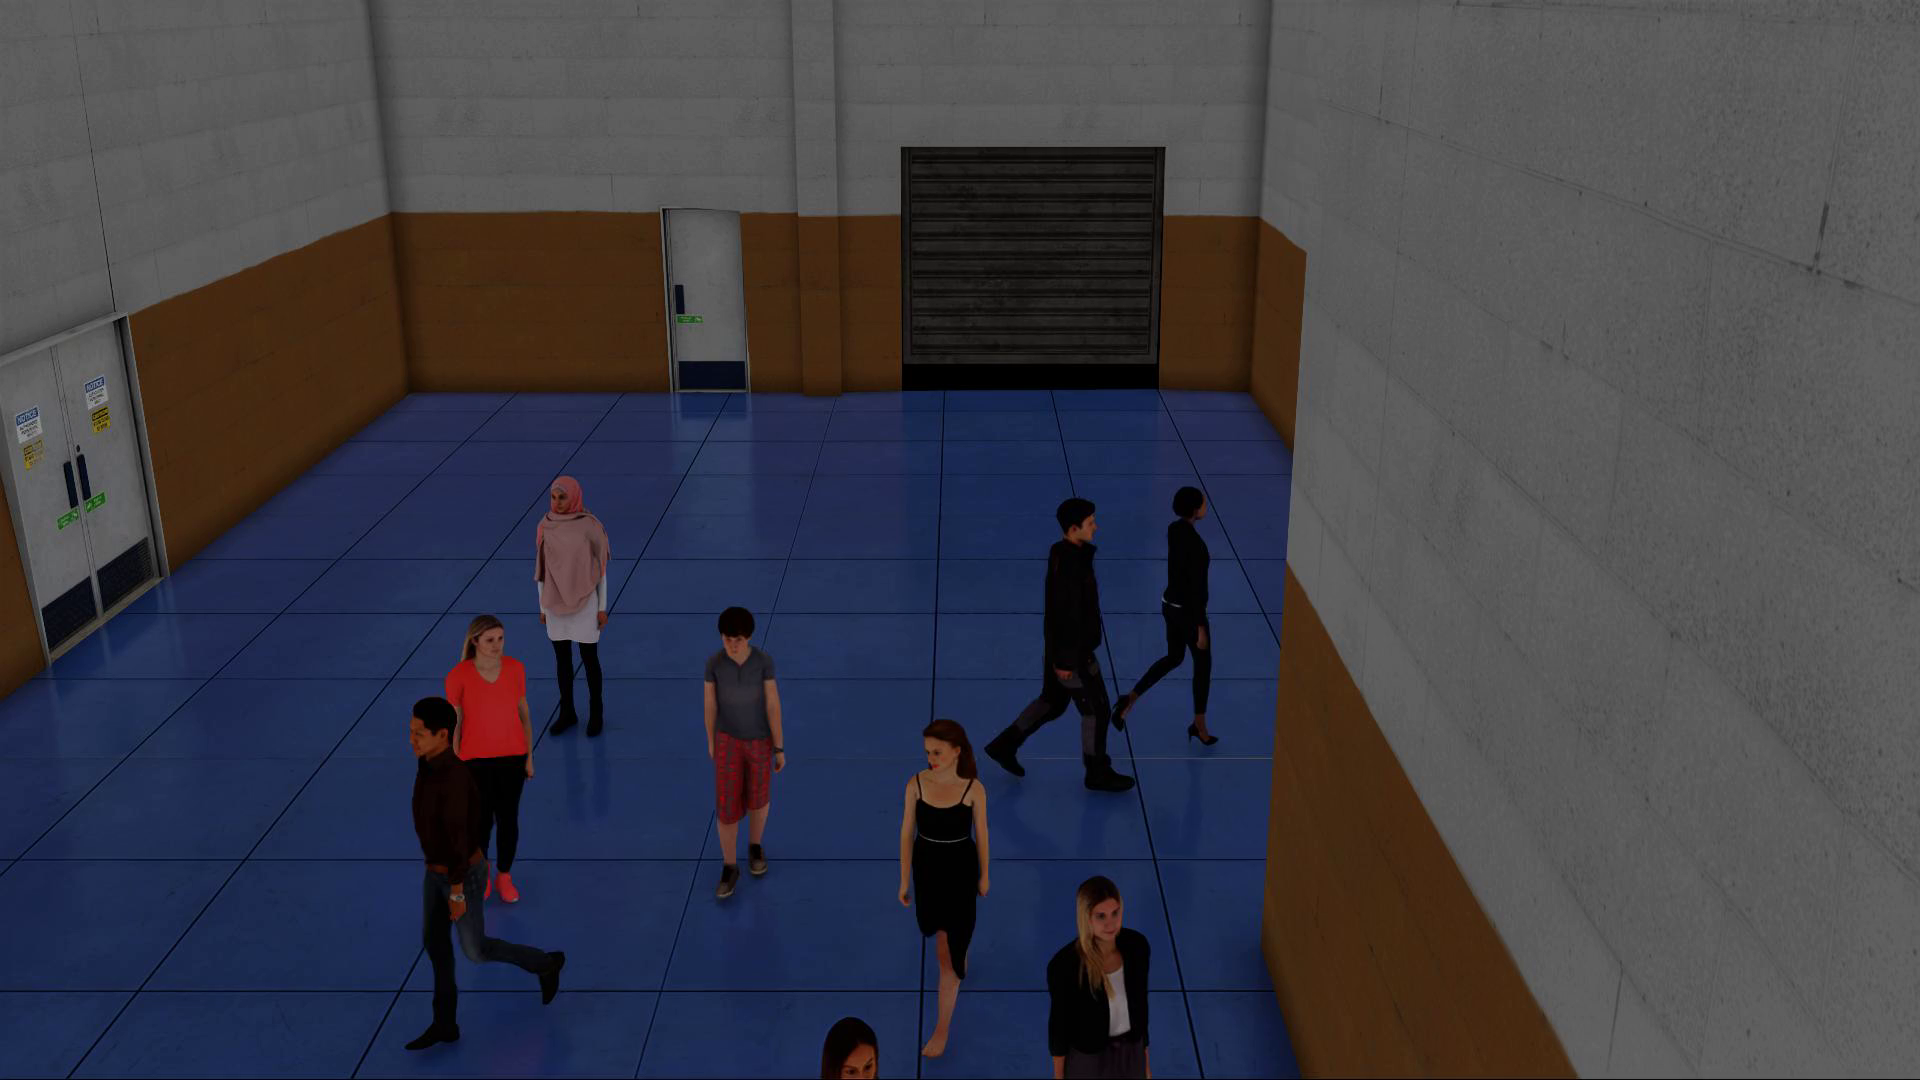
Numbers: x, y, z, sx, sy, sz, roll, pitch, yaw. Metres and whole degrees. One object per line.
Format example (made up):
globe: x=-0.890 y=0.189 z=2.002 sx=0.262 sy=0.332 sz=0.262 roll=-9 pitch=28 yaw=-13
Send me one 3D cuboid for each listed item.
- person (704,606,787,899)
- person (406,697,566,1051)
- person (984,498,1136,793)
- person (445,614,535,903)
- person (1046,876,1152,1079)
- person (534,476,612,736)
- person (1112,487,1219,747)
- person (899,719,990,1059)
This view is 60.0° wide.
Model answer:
person: x=-1.206 y=1.116 z=9.402 sx=0.751 sy=1.631 sz=0.694 roll=-2 pitch=19 yaw=-6
person: x=-2.306 y=1.565 z=7.889 sx=1.142 sy=1.760 sz=1.044 roll=-15 pitch=24 yaw=-37
person: x=0.601 y=0.664 z=10.330 sx=1.156 sy=1.908 sz=0.698 roll=-1 pitch=19 yaw=-2
person: x=-2.599 y=1.186 z=9.136 sx=0.724 sy=1.681 sz=0.803 roll=-11 pitch=22 yaw=-30
person: x=0.539 y=2.063 z=6.549 sx=0.678 sy=1.672 sz=0.770 roll=-9 pitch=20 yaw=-24
person: x=-2.594 y=0.440 z=11.159 sx=0.558 sy=1.803 sz=0.719 roll=2 pitch=19 yaw=7
person: x=1.398 y=0.539 z=10.847 sx=1.084 sy=1.815 sz=0.831 roll=-6 pitch=20 yaw=-18
person: x=-0.053 y=1.593 z=8.091 sx=1.129 sy=1.578 sz=0.840 roll=5 pitch=19 yaw=14
